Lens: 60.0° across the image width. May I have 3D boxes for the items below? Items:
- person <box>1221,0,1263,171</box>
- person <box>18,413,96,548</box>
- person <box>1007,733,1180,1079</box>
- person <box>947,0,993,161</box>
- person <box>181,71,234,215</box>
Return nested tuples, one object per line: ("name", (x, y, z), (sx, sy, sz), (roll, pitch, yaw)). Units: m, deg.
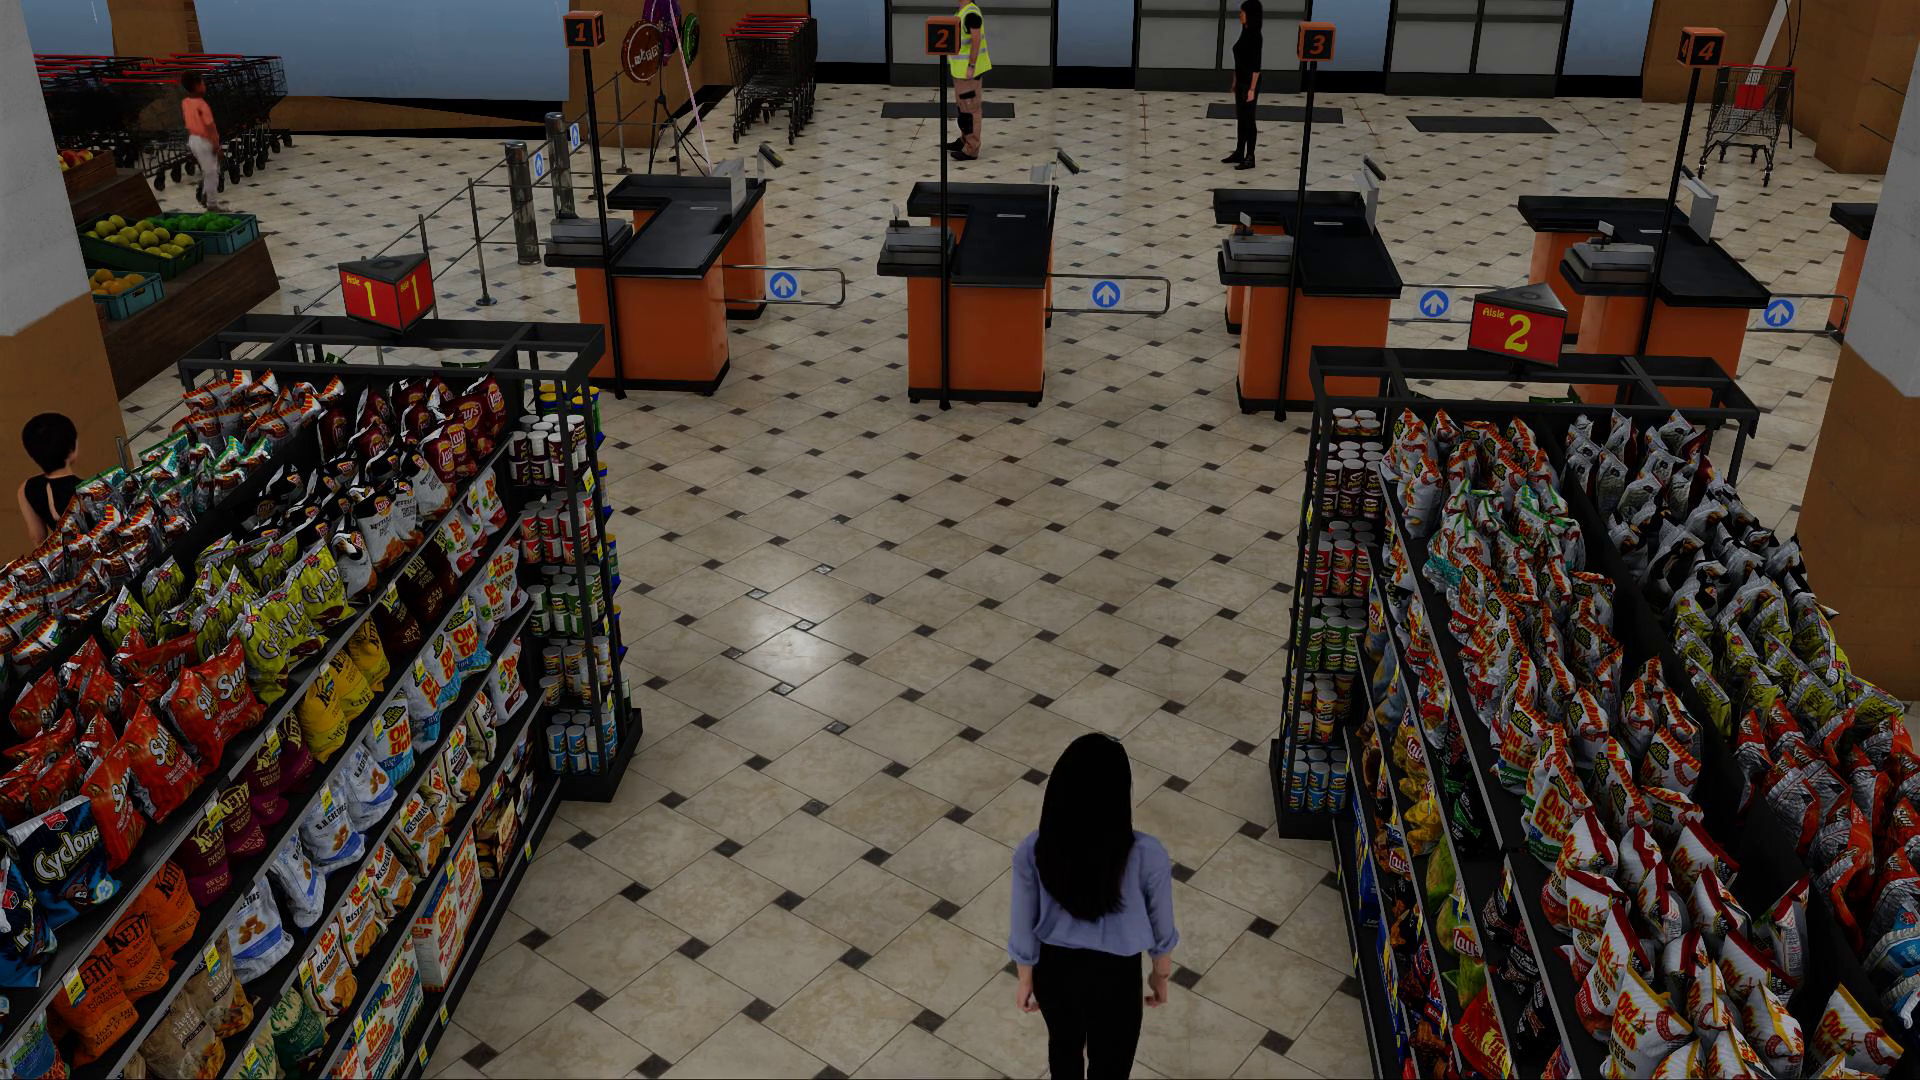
("person", (2.890, -4.570, 16.672), (0.704, 1.642, 0.559), (-7, 28, -13))
("person", (-3.824, 0.200, 7.302), (0.579, 1.607, 0.510), (4, 27, 7))
("person", (0.365, 1.375, 4.867), (0.679, 1.715, 1.103), (4, 27, 7))
("person", (0.064, -4.836, 16.970), (0.827, 1.846, 0.733), (-3, 27, -7))
("person", (-6.914, -3.567, 15.068), (0.603, 1.303, 0.641), (20, 33, 34))
